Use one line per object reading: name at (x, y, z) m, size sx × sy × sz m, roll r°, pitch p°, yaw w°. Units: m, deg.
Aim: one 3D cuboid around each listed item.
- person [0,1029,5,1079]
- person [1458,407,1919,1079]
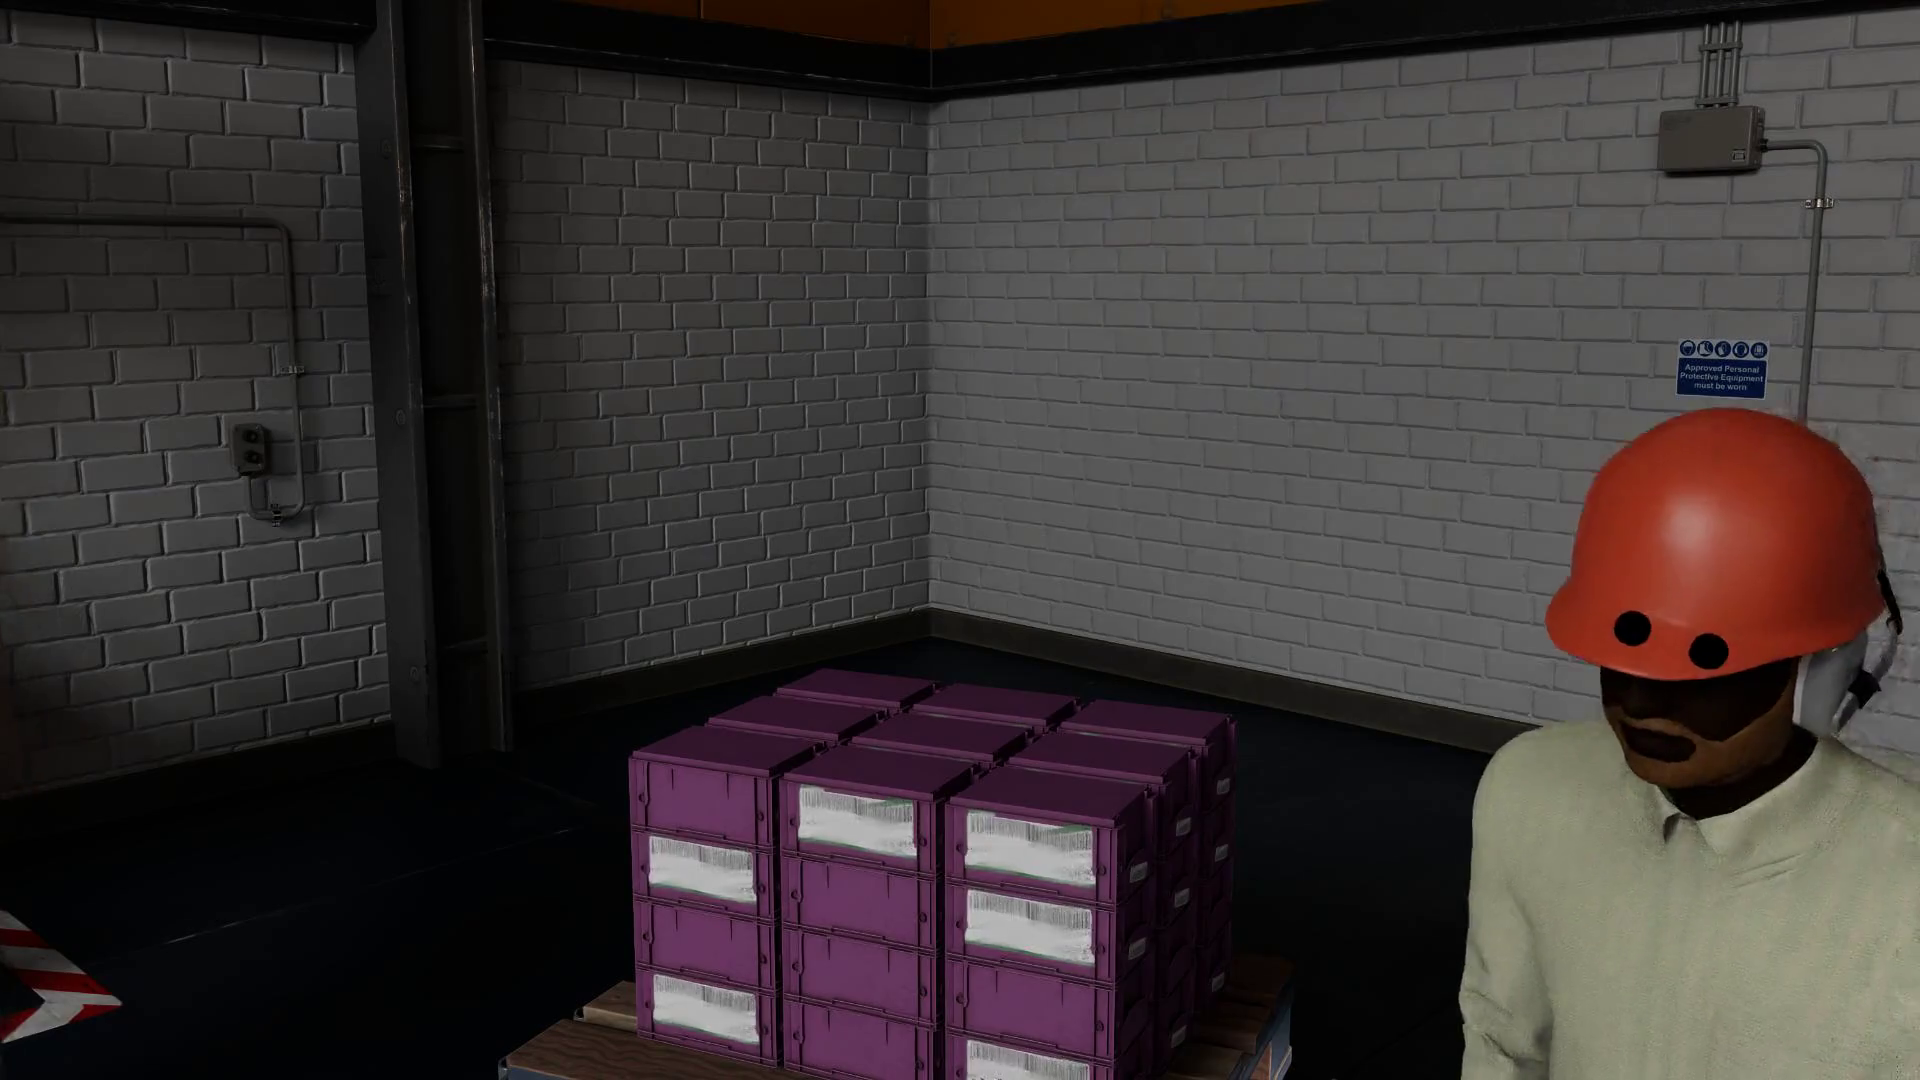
person at (-2.305, 0.525, 3.388) m, size 0.623 × 1.905 × 0.609 m, roll 9°, pitch 13°, yaw 43°
person at (0.859, 0.795, 1.736) m, size 1.077 × 1.929 × 0.642 m, roll -6°, pitch 11°, yaw -32°
